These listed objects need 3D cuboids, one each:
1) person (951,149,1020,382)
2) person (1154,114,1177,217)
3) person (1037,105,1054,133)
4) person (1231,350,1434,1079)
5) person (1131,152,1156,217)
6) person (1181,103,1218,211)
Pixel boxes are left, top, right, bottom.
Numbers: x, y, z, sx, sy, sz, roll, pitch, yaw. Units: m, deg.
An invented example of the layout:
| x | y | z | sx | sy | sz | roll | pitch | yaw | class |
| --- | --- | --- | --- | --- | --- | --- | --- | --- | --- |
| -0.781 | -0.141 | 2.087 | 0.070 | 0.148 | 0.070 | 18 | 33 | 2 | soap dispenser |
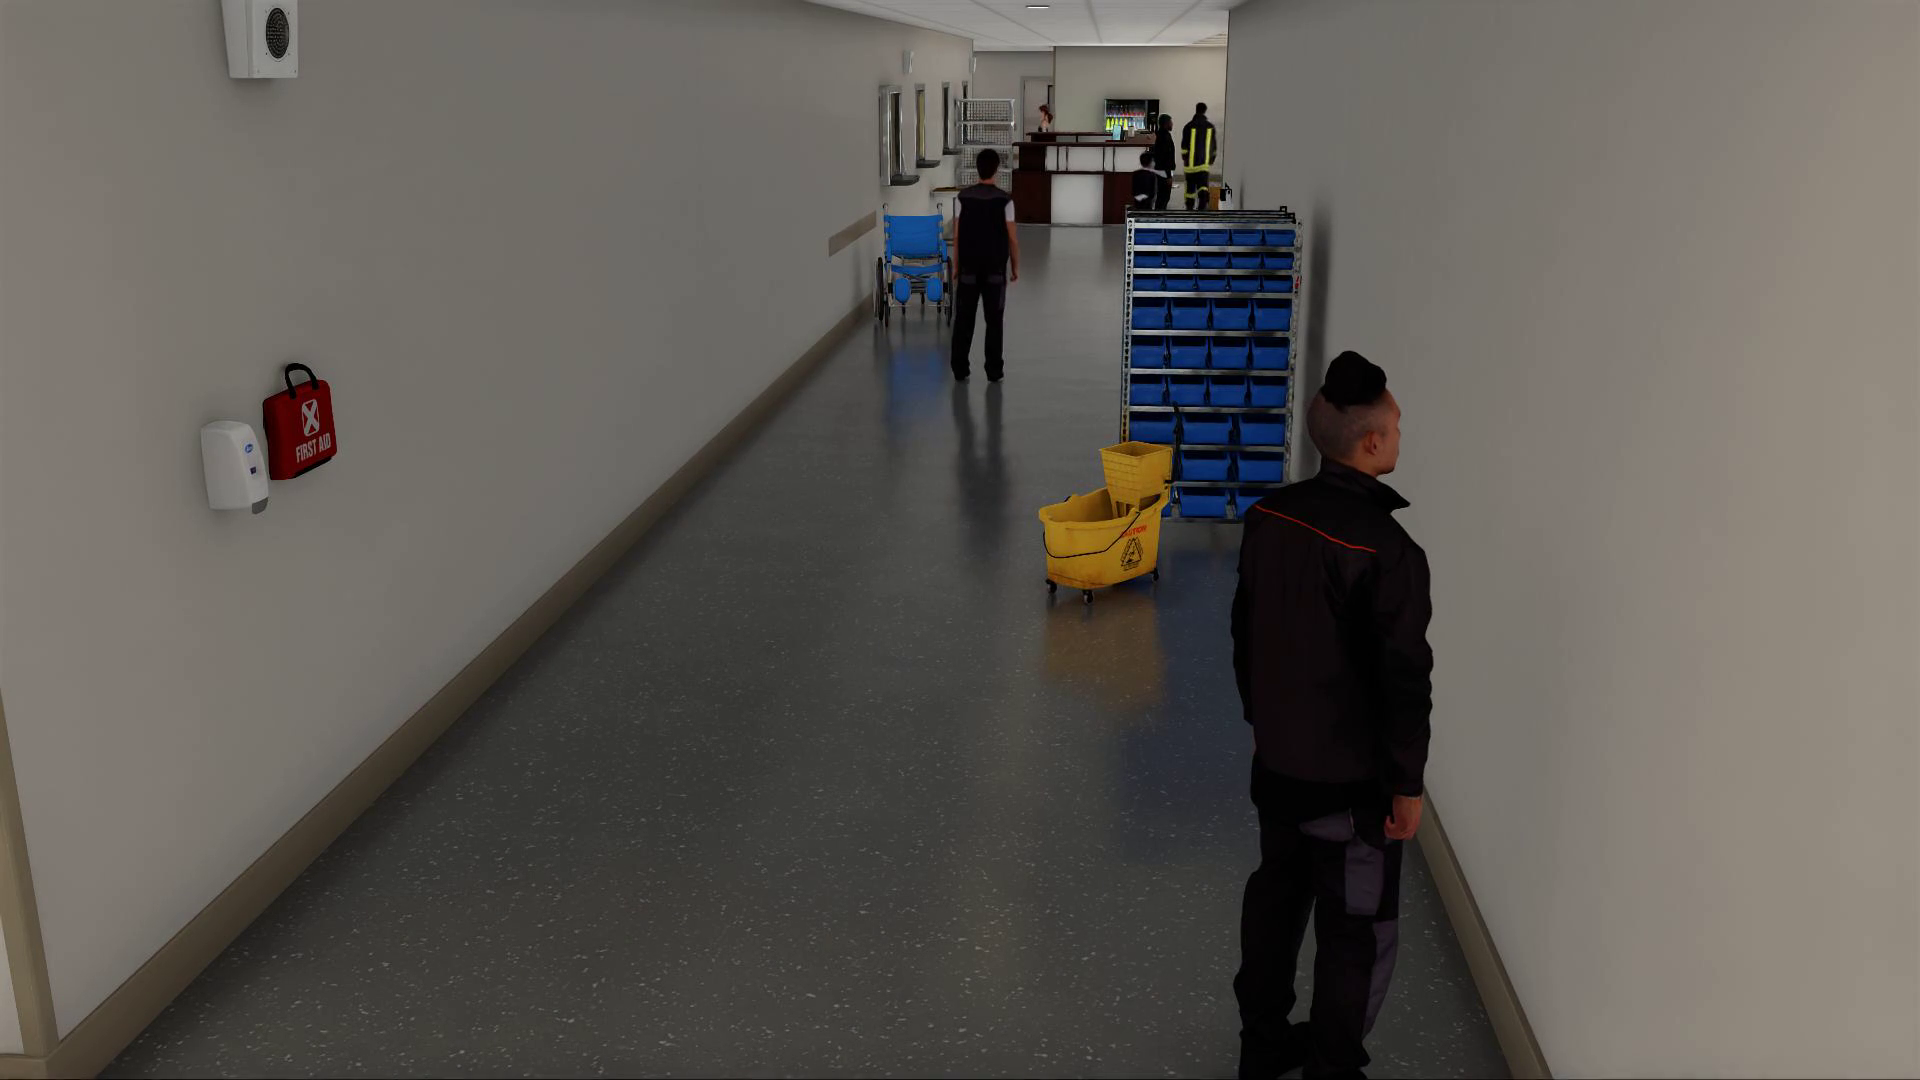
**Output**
| x | y | z | sx | sy | sz | roll | pitch | yaw | class |
| --- | --- | --- | --- | --- | --- | --- | --- | --- | --- |
| 0.192 | -2.188 | 13.350 | 0.527 | 1.841 | 0.758 | 2 | 16 | 7 | person |
| 3.154 | -5.663 | 25.721 | 0.637 | 1.818 | 0.707 | -1 | 16 | -4 | person |
| 1.728 | -7.762 | 33.259 | 0.966 | 1.767 | 0.597 | 1 | 16 | 2 | person |
| 0.865 | 0.469 | 3.887 | 0.839 | 1.862 | 0.857 | -8 | 18 | -26 | person |
| 2.819 | -5.328 | 25.566 | 0.489 | 1.218 | 0.565 | 2 | 16 | 6 | person |
| 4.220 | -6.703 | 29.270 | 1.135 | 1.892 | 0.949 | -1 | 16 | -4 | person |
